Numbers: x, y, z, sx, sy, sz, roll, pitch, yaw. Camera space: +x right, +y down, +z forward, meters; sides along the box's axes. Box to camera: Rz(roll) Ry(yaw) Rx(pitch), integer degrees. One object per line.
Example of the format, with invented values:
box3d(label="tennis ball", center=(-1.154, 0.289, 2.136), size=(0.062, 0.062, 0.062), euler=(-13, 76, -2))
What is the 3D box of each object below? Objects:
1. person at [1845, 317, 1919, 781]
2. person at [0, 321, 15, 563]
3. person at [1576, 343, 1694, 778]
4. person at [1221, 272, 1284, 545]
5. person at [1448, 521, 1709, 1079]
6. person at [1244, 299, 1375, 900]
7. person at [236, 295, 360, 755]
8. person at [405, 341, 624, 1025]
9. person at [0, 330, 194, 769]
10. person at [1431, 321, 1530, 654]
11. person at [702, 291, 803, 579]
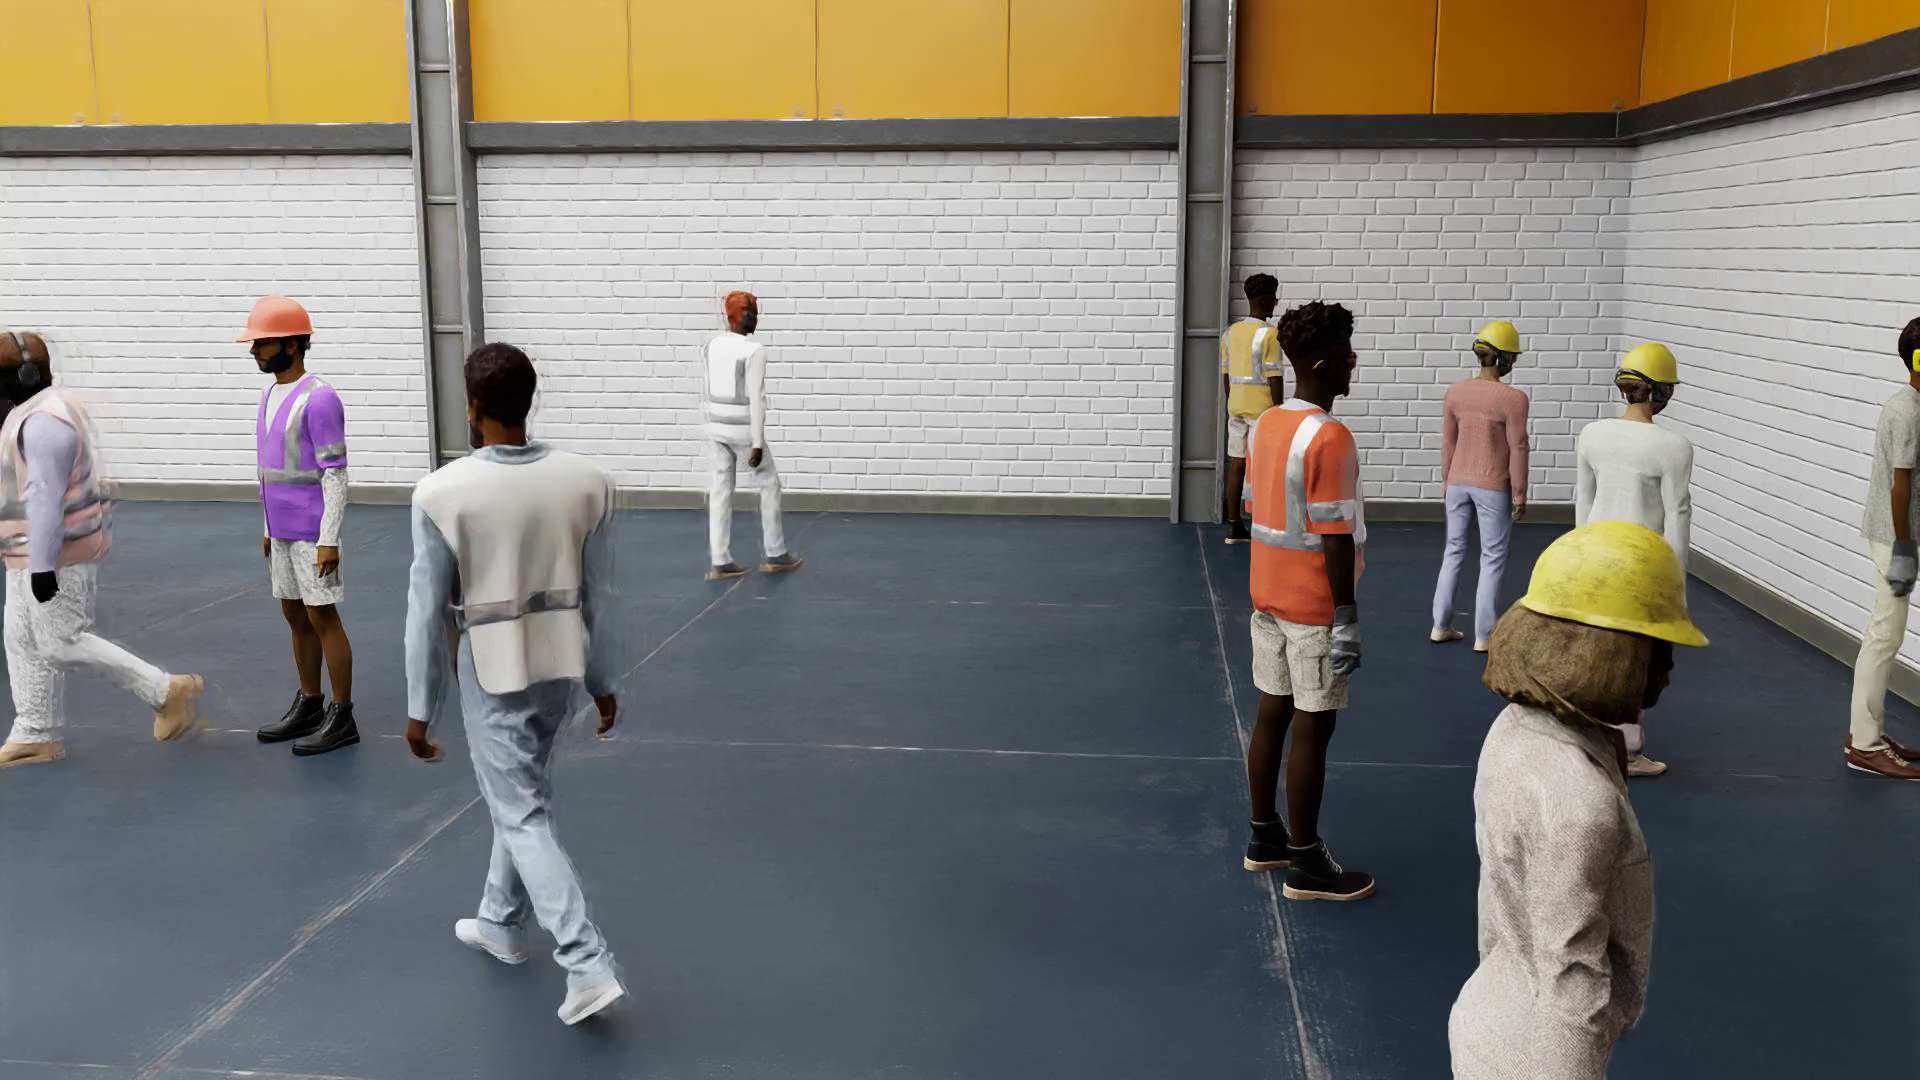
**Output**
box3d(label="person", center=(3.859, 0.021, 6.780), size=(0.335, 1.873, 0.519), euler=(6, 12, 30))
box3d(label="person", center=(-6.722, -0.836, 11.199), size=(0.673, 2.000, 0.536), euler=(-7, 12, -35))
box3d(label="person", center=(2.727, 0.081, 6.763), size=(0.345, 1.756, 0.518), euler=(-7, 12, -34))
box3d(label="person", center=(2.118, -0.920, 11.892), size=(0.368, 1.966, 0.603), euler=(-6, 11, -30))
box3d(label="person", center=(0.909, 0.828, 2.540), size=(0.322, 1.738, 0.488), euler=(2, 10, 9))
box3d(label="person", center=(1.149, 0.197, 5.493), size=(0.367, 1.966, 0.607), euler=(-3, 10, -16))
box3d(label="person", center=(-2.812, -0.058, 7.039), size=(0.553, 1.935, 0.362), euler=(9, 13, 41))
box3d(label="person", center=(-1.225, 0.386, 4.673), size=(0.966, 1.883, 0.602), euler=(9, 14, 43))
box3d(label="person", center=(-3.668, 0.039, 6.847), size=(0.752, 1.815, 0.630), euler=(-7, 12, -33))
box3d(label="person", center=(2.785, -0.276, 8.823), size=(0.341, 1.755, 0.532), euler=(-7, 12, -36))
box3d(label="person", center=(-1.369, -0.690, 10.894), size=(0.581, 1.860, 0.781), euler=(7, 12, 36))
